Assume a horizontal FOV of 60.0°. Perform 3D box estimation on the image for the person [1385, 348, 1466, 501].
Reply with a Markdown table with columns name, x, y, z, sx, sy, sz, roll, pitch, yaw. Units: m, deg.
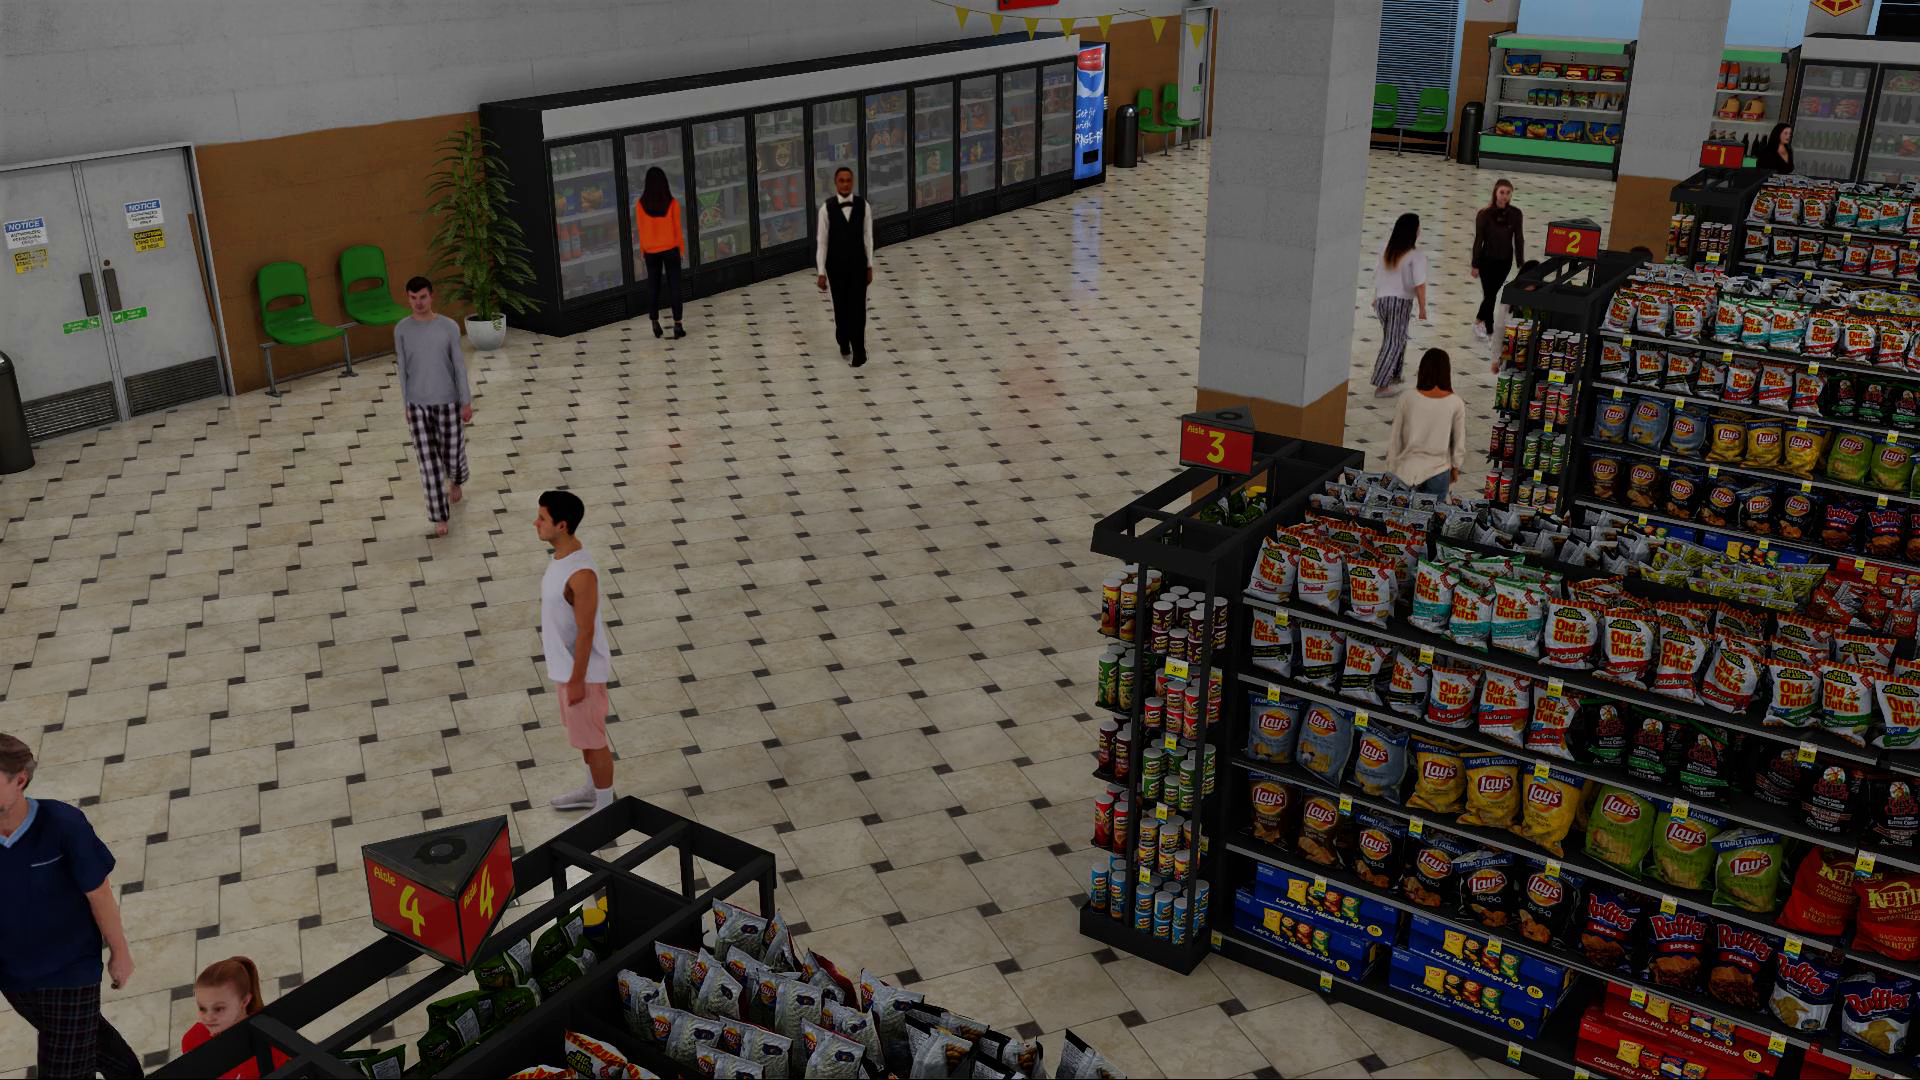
| name | x | y | z | sx | sy | sz | roll | pitch | yaw |
| --- | --- | --- | --- | --- | --- | --- | --- | --- | --- |
| person | 2.987 | -0.398 | 10.774 | 0.864 | 1.664 | 0.871 | 6 | 23 | 14 |

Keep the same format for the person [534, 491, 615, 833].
| name | x | y | z | sx | sy | sz | roll | pitch | yaw |
| --- | --- | --- | --- | --- | --- | --- | --- | --- | --- |
| person | -1.857 | 0.592 | 8.144 | 0.793 | 1.789 | 0.696 | -8 | 23 | -19 |

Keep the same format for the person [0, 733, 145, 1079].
| name | x | y | z | sx | sy | sz | roll | pitch | yaw |
| --- | --- | --- | --- | --- | --- | --- | --- | --- | --- |
| person | -3.170 | 1.491 | 5.871 | 1.232 | 1.816 | 1.186 | 0 | 22 | 0 |

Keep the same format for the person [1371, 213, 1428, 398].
| name | x | y | z | sx | sy | sz | roll | pitch | yaw |
| --- | --- | --- | --- | --- | --- | --- | --- | --- | --- |
| person | 3.887 | -2.112 | 15.043 | 0.923 | 1.663 | 0.885 | -12 | 25 | -27 |

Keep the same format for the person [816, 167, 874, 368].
| name | x | y | z | sx | sy | sz | roll | pitch | yaw |
| --- | --- | --- | --- | --- | --- | --- | --- | --- | --- |
| person | -1.110 | -2.638 | 16.080 | 1.266 | 1.865 | 1.316 | -3 | 22 | -9 |

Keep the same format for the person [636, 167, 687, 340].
| name | x | y | z | sx | sy | sz | roll | pitch | yaw |
| --- | --- | --- | --- | --- | --- | --- | --- | --- | --- |
| person | -3.036 | -2.922 | 16.947 | 0.635 | 1.747 | 0.761 | 4 | 22 | 9 |

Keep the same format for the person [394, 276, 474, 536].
| name | x | y | z | sx | sy | sz | roll | pitch | yaw |
| --- | --- | --- | --- | --- | --- | --- | --- | --- | --- |
| person | -3.811 | -1.012 | 12.104 | 1.088 | 1.812 | 1.180 | -5 | 22 | -13 |

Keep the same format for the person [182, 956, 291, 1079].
| name | x | y | z | sx | sy | sz | roll | pitch | yaw |
| --- | --- | --- | --- | --- | --- | --- | --- | --- | --- |
| person | -2.338 | 1.915 | 5.552 | 0.849 | 1.266 | 0.850 | -1 | 22 | -1 |

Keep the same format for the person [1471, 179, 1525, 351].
| name | x | y | z | sx | sy | sz | roll | pitch | yaw |
| --- | --- | --- | --- | --- | --- | --- | --- | --- | --- |
| person | 5.344 | -2.764 | 16.669 | 1.105 | 1.659 | 1.105 | -1 | 22 | -3 |

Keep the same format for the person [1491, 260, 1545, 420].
| name | x | y | z | sx | sy | sz | roll | pitch | yaw |
| --- | --- | --- | --- | --- | --- | --- | --- | --- | --- |
| person | 4.580 | -1.485 | 13.574 | 1.041 | 1.595 | 0.730 | 11 | 24 | 25 |

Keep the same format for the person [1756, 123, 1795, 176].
| name | x | y | z | sx | sy | sz | roll | pitch | yaw |
| --- | --- | --- | --- | --- | --- | --- | --- | --- | --- |
| person | 9.594 | -4.100 | 19.880 | 0.806 | 1.744 | 0.865 | -13 | 25 | -29 |
